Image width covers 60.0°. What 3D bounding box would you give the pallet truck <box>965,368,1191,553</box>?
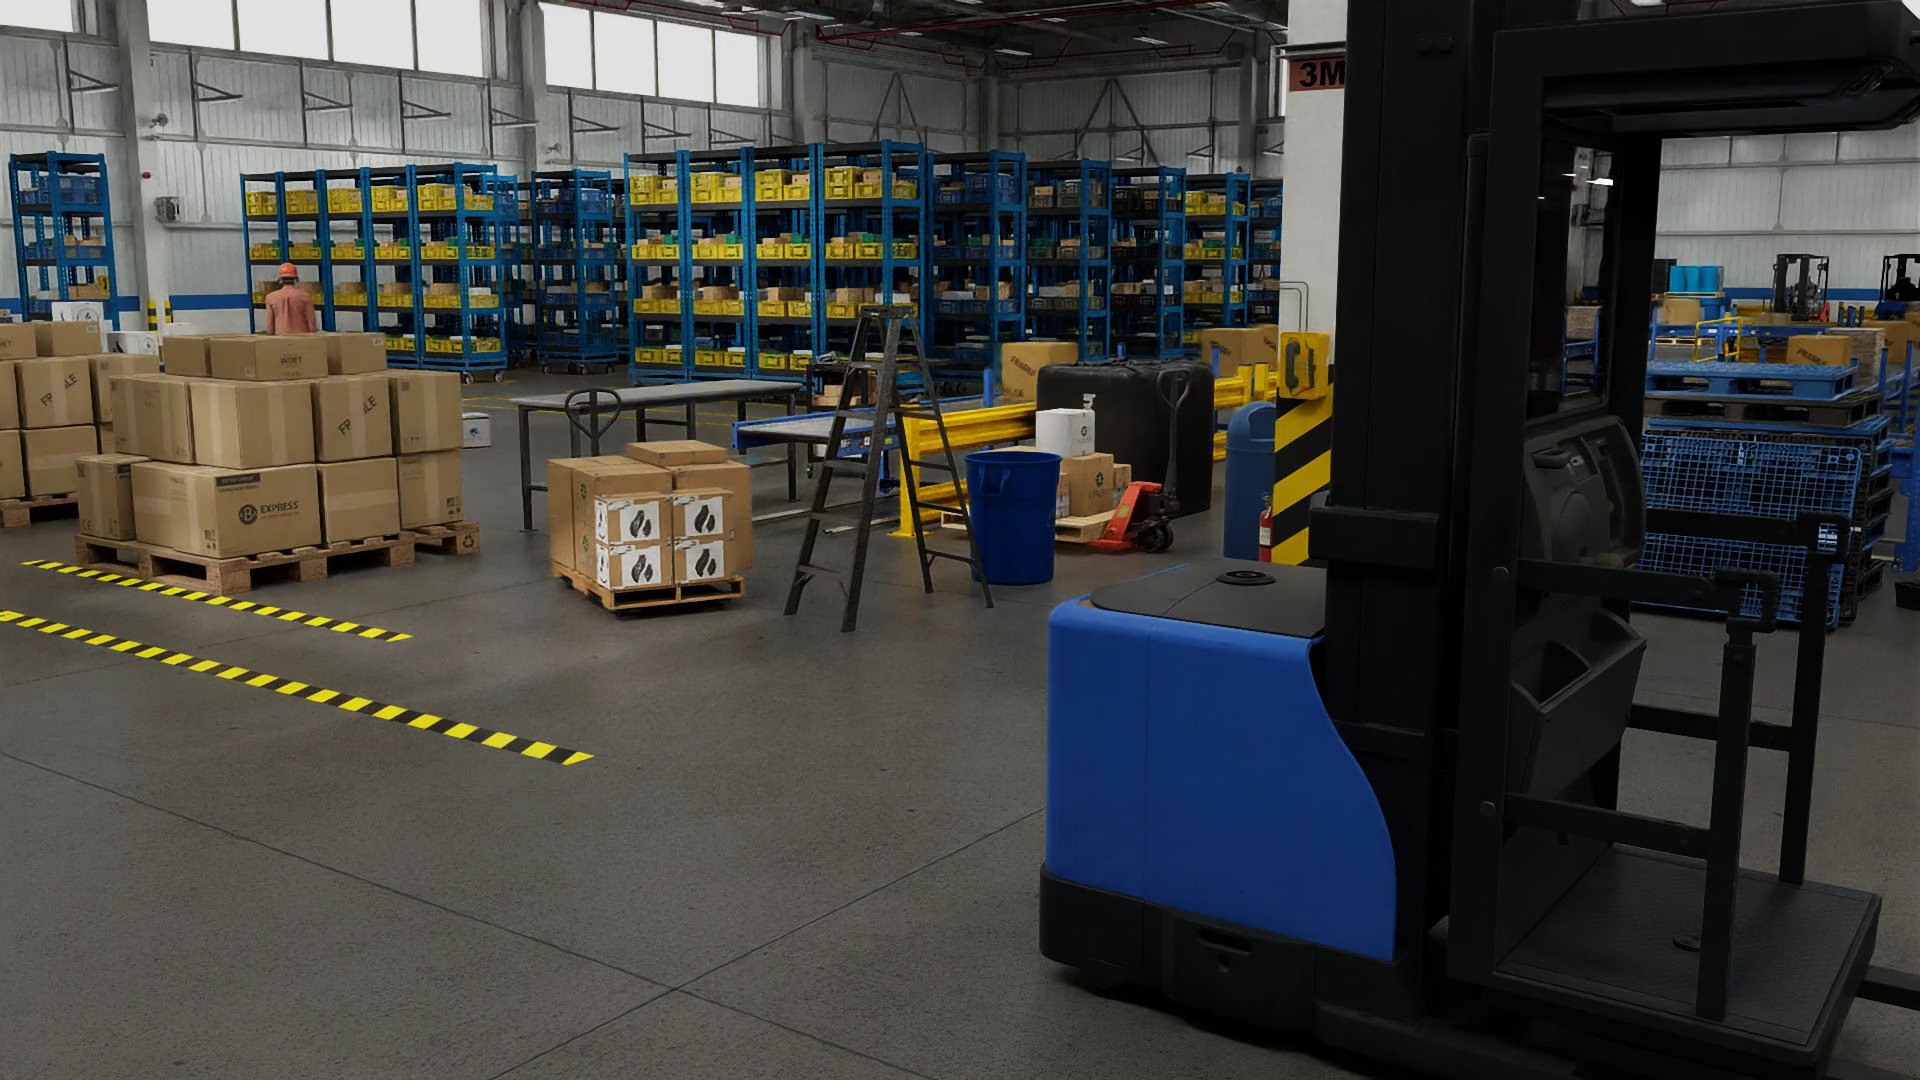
[{"bbox_3d":[0.845,-0.609,11.869,1.630,1.274,0.653,7,12,35],"label":"pallet truck"}]

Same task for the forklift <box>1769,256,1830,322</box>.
[{"bbox_3d":[20.253,-5.854,40.139,1.157,1.987,2.680,7,12,35],"label":"forklift"}]

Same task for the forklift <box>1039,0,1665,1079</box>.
[{"bbox_3d":[1.249,-0.137,4.360,1.873,2.768,1.129,7,12,35],"label":"forklift"}]

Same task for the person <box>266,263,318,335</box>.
[{"bbox_3d":[-8.533,-2.539,21.293,0.612,1.996,0.376,-1,10,-8],"label":"person"}]

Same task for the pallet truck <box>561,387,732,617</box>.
[{"bbox_3d":[-1.981,-0.274,10.088,0.680,1.201,1.601,-5,11,-28],"label":"pallet truck"}]

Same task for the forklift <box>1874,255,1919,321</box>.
[{"bbox_3d":[22.089,-5.634,38.796,1.157,1.987,2.680,6,11,33],"label":"forklift"}]
